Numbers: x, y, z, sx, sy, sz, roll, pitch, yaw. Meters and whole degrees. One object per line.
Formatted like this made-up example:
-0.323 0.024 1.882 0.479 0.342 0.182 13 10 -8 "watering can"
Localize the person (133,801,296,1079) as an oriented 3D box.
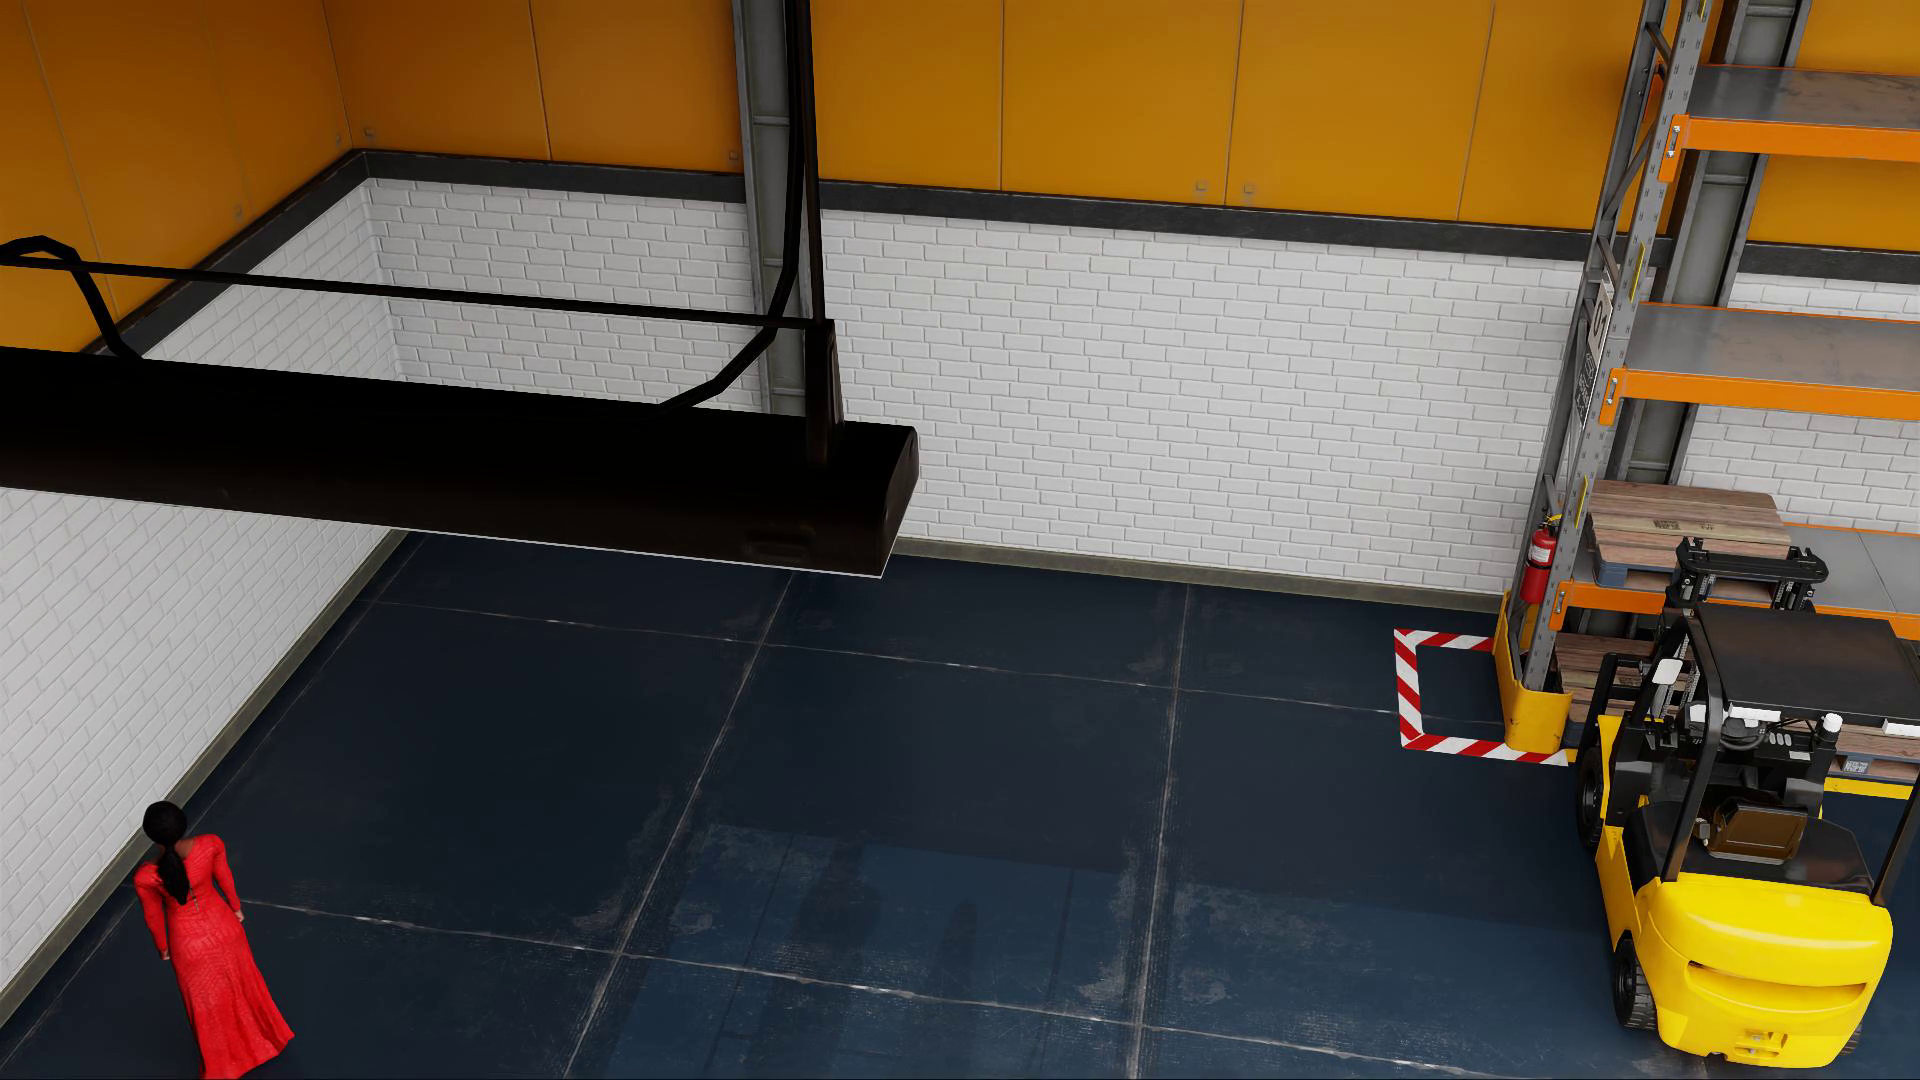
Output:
-3.860 2.046 8.495 0.826 1.781 0.791 27 42 35 "person"
